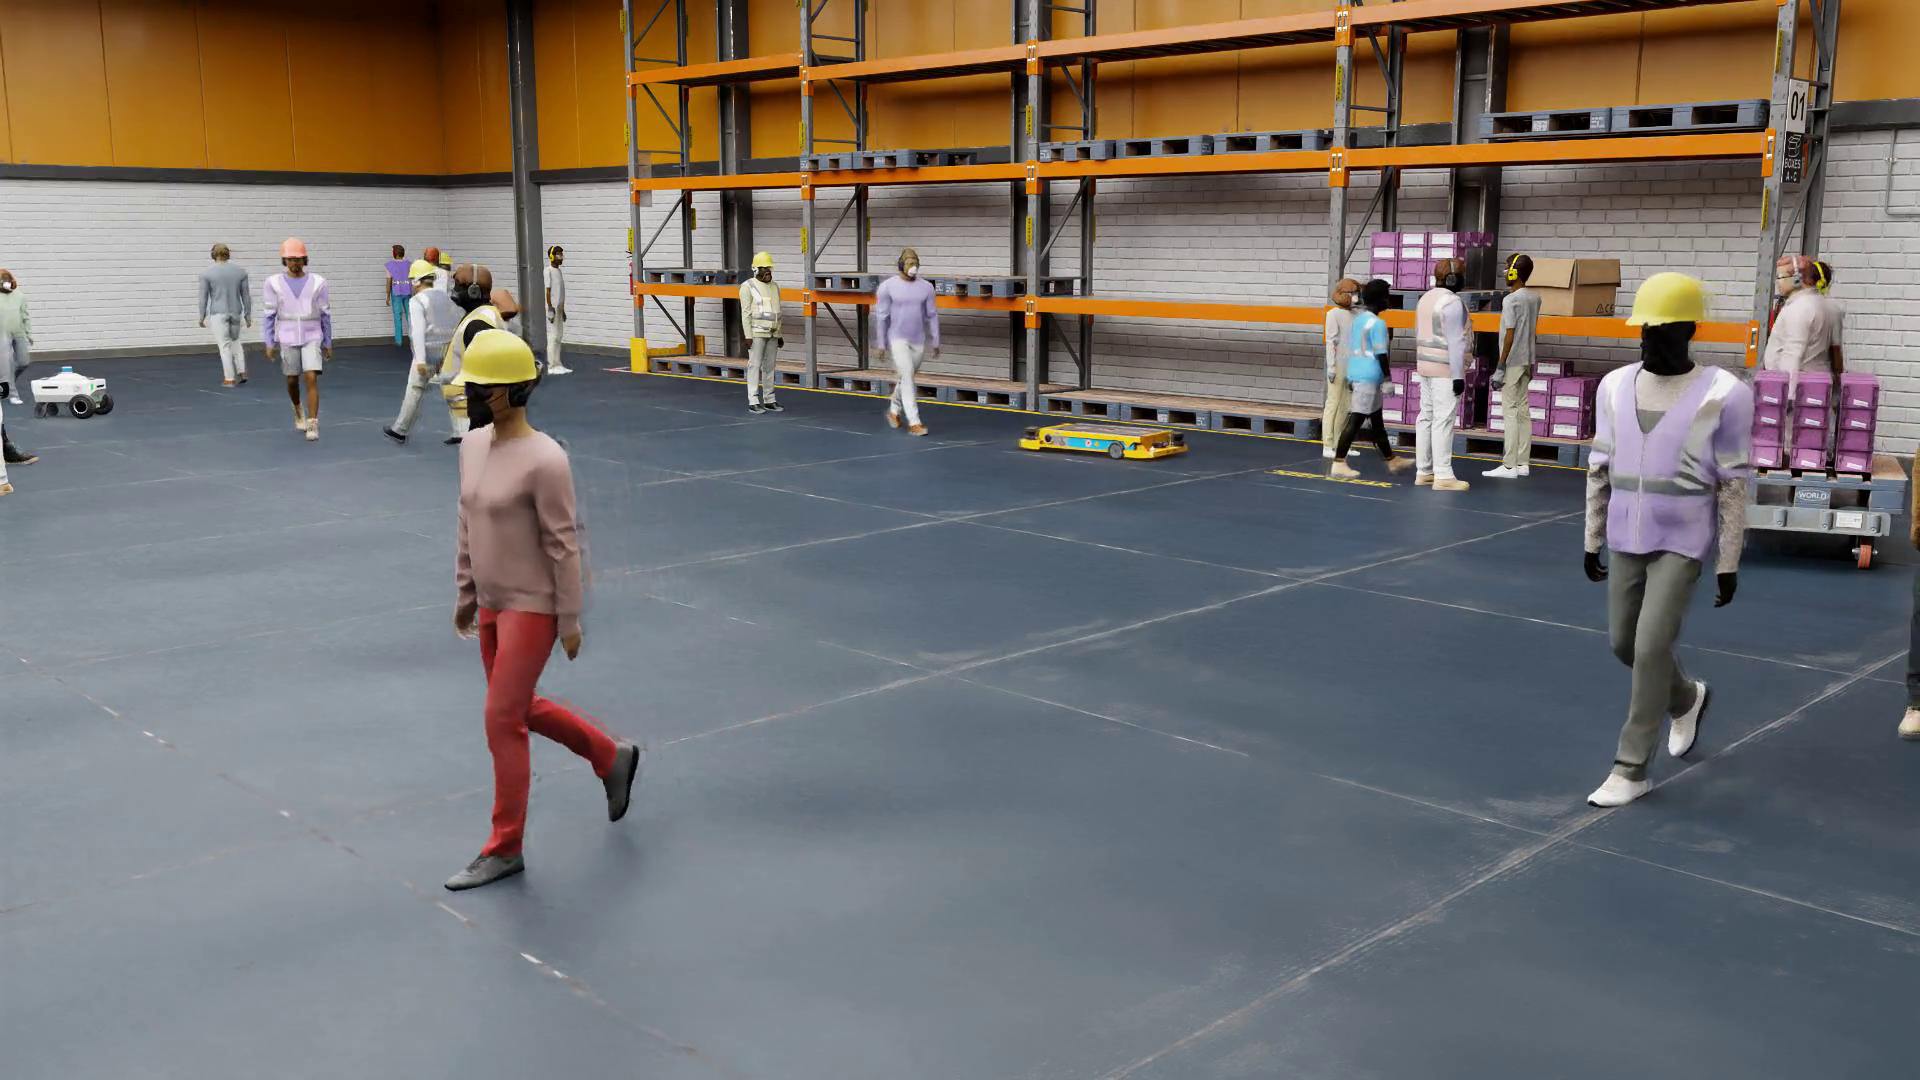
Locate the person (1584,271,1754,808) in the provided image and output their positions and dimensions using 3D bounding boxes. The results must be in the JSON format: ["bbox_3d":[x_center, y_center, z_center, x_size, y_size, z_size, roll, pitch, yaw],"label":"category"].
[{"bbox_3d":[2.575,-0.019,6.044,0.812,1.904,0.596,-7,13,-35],"label":"person"}]

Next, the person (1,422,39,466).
[{"bbox_3d":[-8.690,-1.557,14.425,1.013,1.905,0.617,-1,10,-7],"label":"person"}]

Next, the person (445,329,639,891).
[{"bbox_3d":[-1.354,0.190,5.324,0.725,1.742,0.527,-10,14,-43],"label":"person"}]

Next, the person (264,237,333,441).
[{"bbox_3d":[-6.632,-2.027,16.704,0.618,2.013,0.963,-4,11,-20],"label":"person"}]

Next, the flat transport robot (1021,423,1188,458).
[{"bbox_3d":[1.338,-0.935,15.472,1.431,0.197,0.652,7,13,35],"label":"flat transport robot"}]

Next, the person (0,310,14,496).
[{"bbox_3d":[-7.680,-1.239,12.844,0.625,1.844,0.429,-5,11,-24],"label":"person"}]

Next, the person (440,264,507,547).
[{"bbox_3d":[-3.051,-0.814,10.520,0.429,1.846,0.627,-3,11,-17],"label":"person"}]

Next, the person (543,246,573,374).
[{"bbox_3d":[-5.907,-3.368,24.389,0.313,1.866,0.539,1,10,7],"label":"person"}]

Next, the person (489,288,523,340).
[{"bbox_3d":[-3.499,-1.146,12.945,0.682,1.612,0.502,2,11,9],"label":"person"}]

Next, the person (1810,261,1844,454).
[{"bbox_3d":[6.467,-1.130,12.271,0.737,1.840,0.535,2,11,10],"label":"person"}]

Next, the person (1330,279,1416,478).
[{"bbox_3d":[3.479,-1.337,13.882,0.797,1.650,0.543,0,10,-2],"label":"person"}]

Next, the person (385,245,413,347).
[{"bbox_3d":[-10.152,-4.436,30.252,0.570,1.849,0.380,-8,13,-38],"label":"person"}]

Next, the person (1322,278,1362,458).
[{"bbox_3d":[3.503,-1.564,15.182,0.280,1.633,0.503,10,14,42],"label":"person"}]

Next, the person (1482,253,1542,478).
[{"bbox_3d":[4.629,-1.450,13.916,0.514,1.873,0.329,-9,14,-42],"label":"person"}]

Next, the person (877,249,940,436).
[{"bbox_3d":[-0.555,-2.046,17.139,0.641,1.892,1.050,-5,12,-25],"label":"person"}]

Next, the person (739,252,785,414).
[{"bbox_3d":[-2.242,-2.369,19.027,0.404,1.833,0.590,8,13,37],"label":"person"}]

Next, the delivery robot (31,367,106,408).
[{"bbox_3d":[-9.934,-1.685,18.533,0.707,0.478,0.477,0,10,-1],"label":"delivery robot"}]

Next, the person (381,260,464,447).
[{"bbox_3d":[-5.128,-1.779,15.950,0.953,1.775,0.591,5,12,25],"label":"person"}]

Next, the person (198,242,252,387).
[{"bbox_3d":[-9.853,-3.007,22.274,0.510,1.921,0.642,9,14,40],"label":"person"}]

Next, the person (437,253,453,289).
[{"bbox_3d":[-7.574,-3.331,24.459,0.326,1.767,0.533,-1,10,-5],"label":"person"}]

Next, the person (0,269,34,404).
[{"bbox_3d":[-11.497,-2.454,20.069,0.479,1.619,0.512,7,12,33],"label":"person"}]

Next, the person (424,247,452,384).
[{"bbox_3d":[-7.120,-3.038,22.581,0.461,1.866,0.597,6,12,32],"label":"person"}]

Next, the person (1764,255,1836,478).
[{"bbox_3d":[6.047,-1.101,11.969,0.510,1.880,0.665,8,13,38],"label":"person"}]

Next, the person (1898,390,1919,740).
[{"bbox_3d":[3.998,-0.075,6.565,0.498,1.822,0.576,9,13,39],"label":"person"}]

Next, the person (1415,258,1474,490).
[{"bbox_3d":[3.877,-1.325,13.314,0.430,1.845,0.619,-2,11,-10],"label":"person"}]
